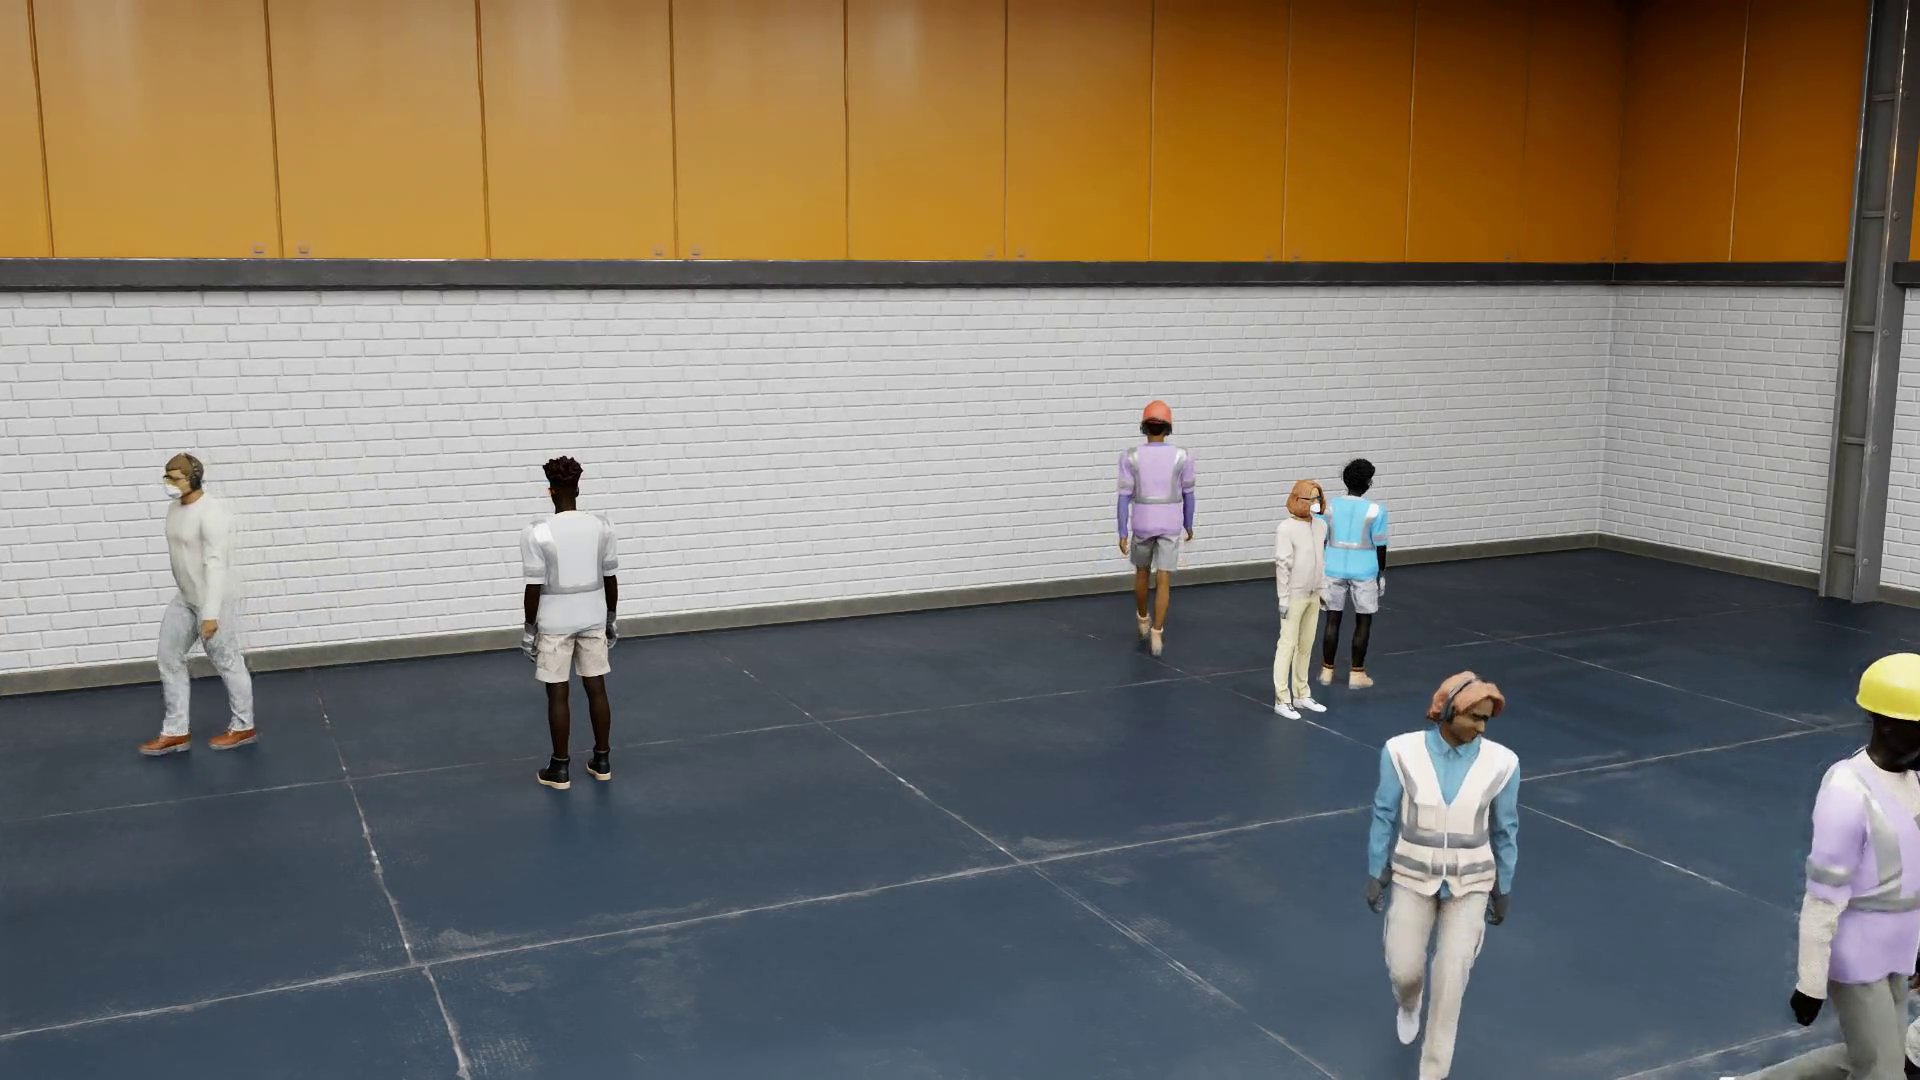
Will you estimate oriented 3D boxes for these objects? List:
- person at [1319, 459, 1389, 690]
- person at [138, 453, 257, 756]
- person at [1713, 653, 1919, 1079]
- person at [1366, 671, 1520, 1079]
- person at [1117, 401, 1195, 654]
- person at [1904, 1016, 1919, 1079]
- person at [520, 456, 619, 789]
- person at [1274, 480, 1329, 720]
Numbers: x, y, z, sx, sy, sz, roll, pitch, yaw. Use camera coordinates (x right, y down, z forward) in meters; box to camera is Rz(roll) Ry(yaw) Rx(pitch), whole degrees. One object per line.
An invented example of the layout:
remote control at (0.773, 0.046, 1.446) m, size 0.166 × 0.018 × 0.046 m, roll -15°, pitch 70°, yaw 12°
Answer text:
person at (2.835, 0.253, 12.153) m, size 0.602 × 1.693 × 0.312 m, roll 6°, pitch 11°, yaw 32°
person at (-4.818, 0.416, 10.370) m, size 0.651 × 1.909 × 0.840 m, roll 7°, pitch 12°, yaw 38°
person at (2.759, 1.256, 5.190) m, size 0.591 × 1.906 × 0.686 m, roll -8°, pitch 12°, yaw -42°
person at (1.768, 1.250, 6.126) m, size 0.531 × 1.608 × 0.519 m, roll 2°, pitch 9°, yaw 15°
person at (1.591, -0.127, 13.493) m, size 0.618 × 2.002 × 0.957 m, roll 1°, pitch 9°, yaw 9°
person at (3.656, 1.195, 5.879) m, size 0.590 × 1.815 × 0.427 m, roll -4°, pitch 10°, yaw -23°
person at (-2.300, 0.481, 9.814) m, size 0.613 × 1.964 × 0.361 m, roll -7°, pitch 11°, yaw -37°
person at (2.340, 0.396, 11.371) m, size 0.506 × 1.633 × 0.279 m, roll -8°, pitch 12°, yaw -41°
